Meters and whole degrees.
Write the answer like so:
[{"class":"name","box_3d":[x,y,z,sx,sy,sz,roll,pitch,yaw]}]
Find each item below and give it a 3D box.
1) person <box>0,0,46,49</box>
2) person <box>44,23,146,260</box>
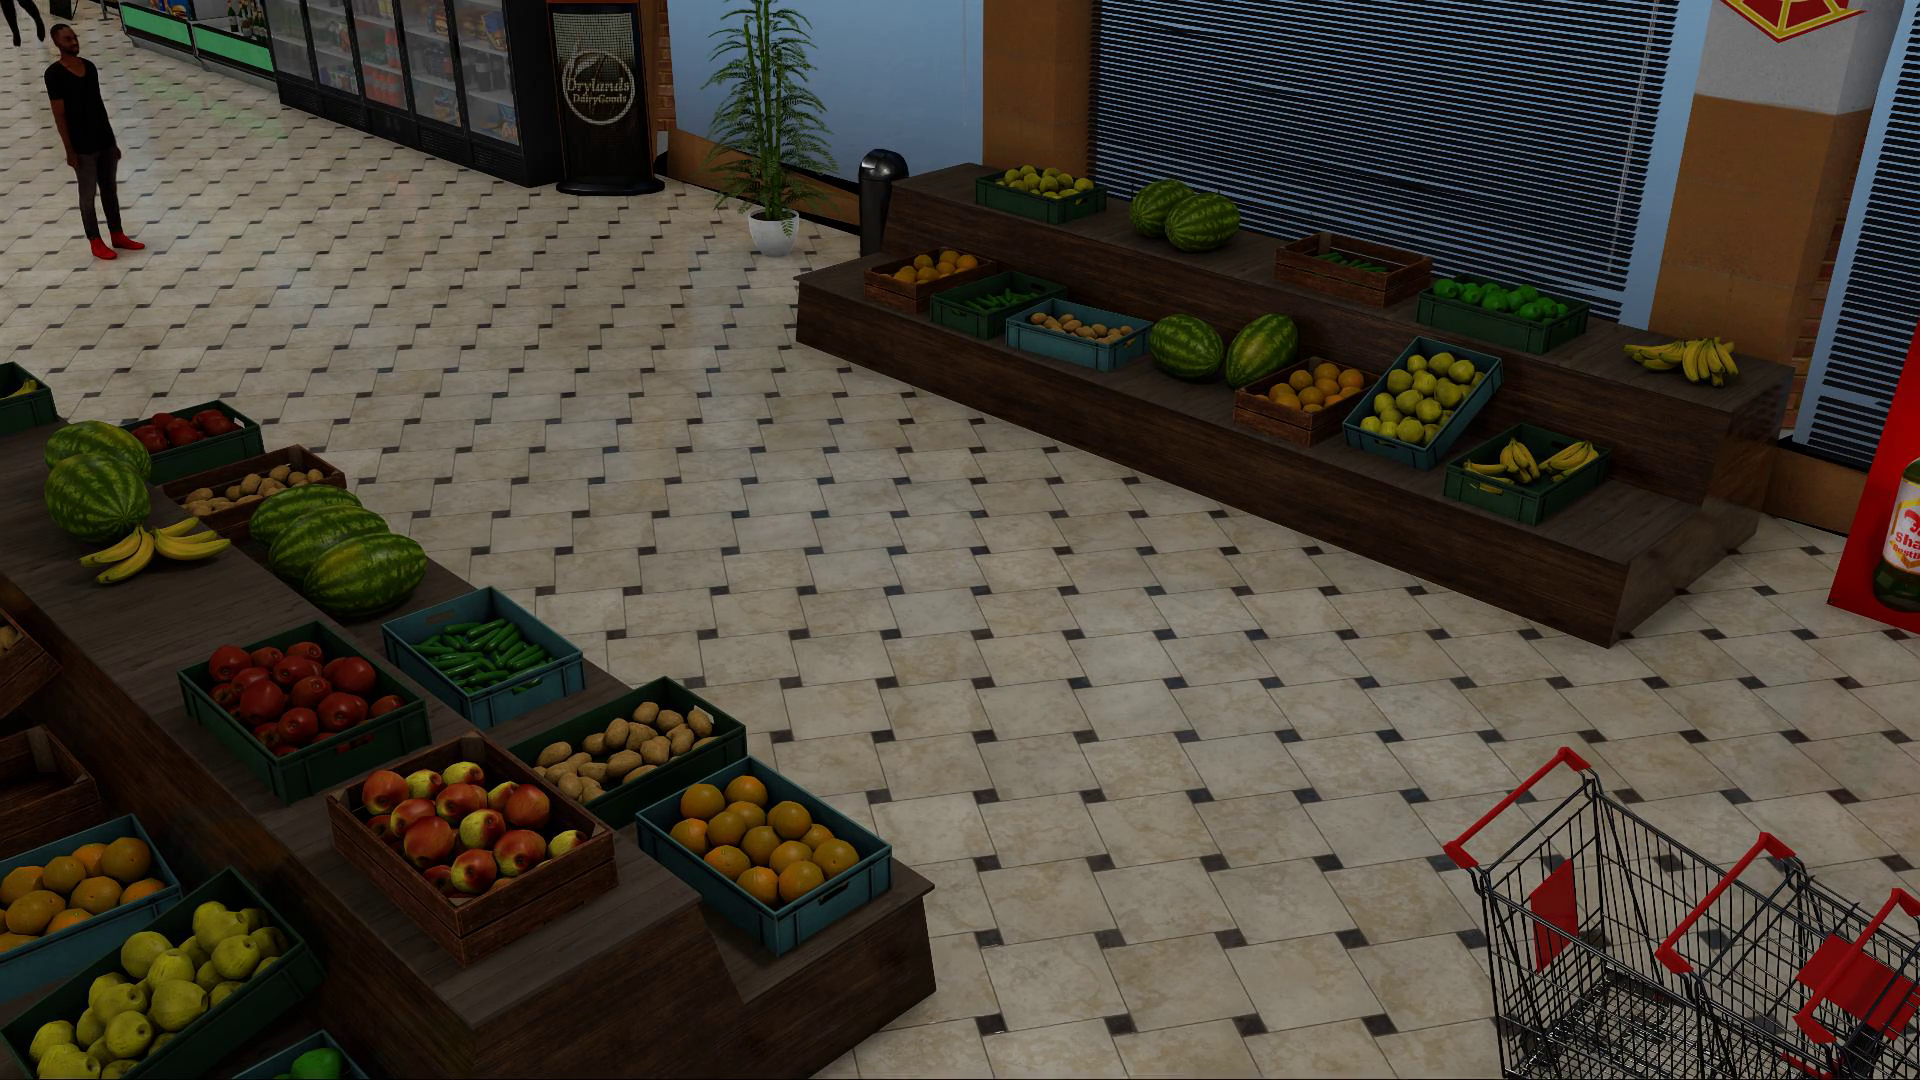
[{"class":"person","box_3d":[-11.919,-7.090,20.913,0.654,1.818,1.022,-23,35,-38]},{"class":"person","box_3d":[-6.912,-3.167,13.192,0.682,1.805,0.718,10,28,18]}]
